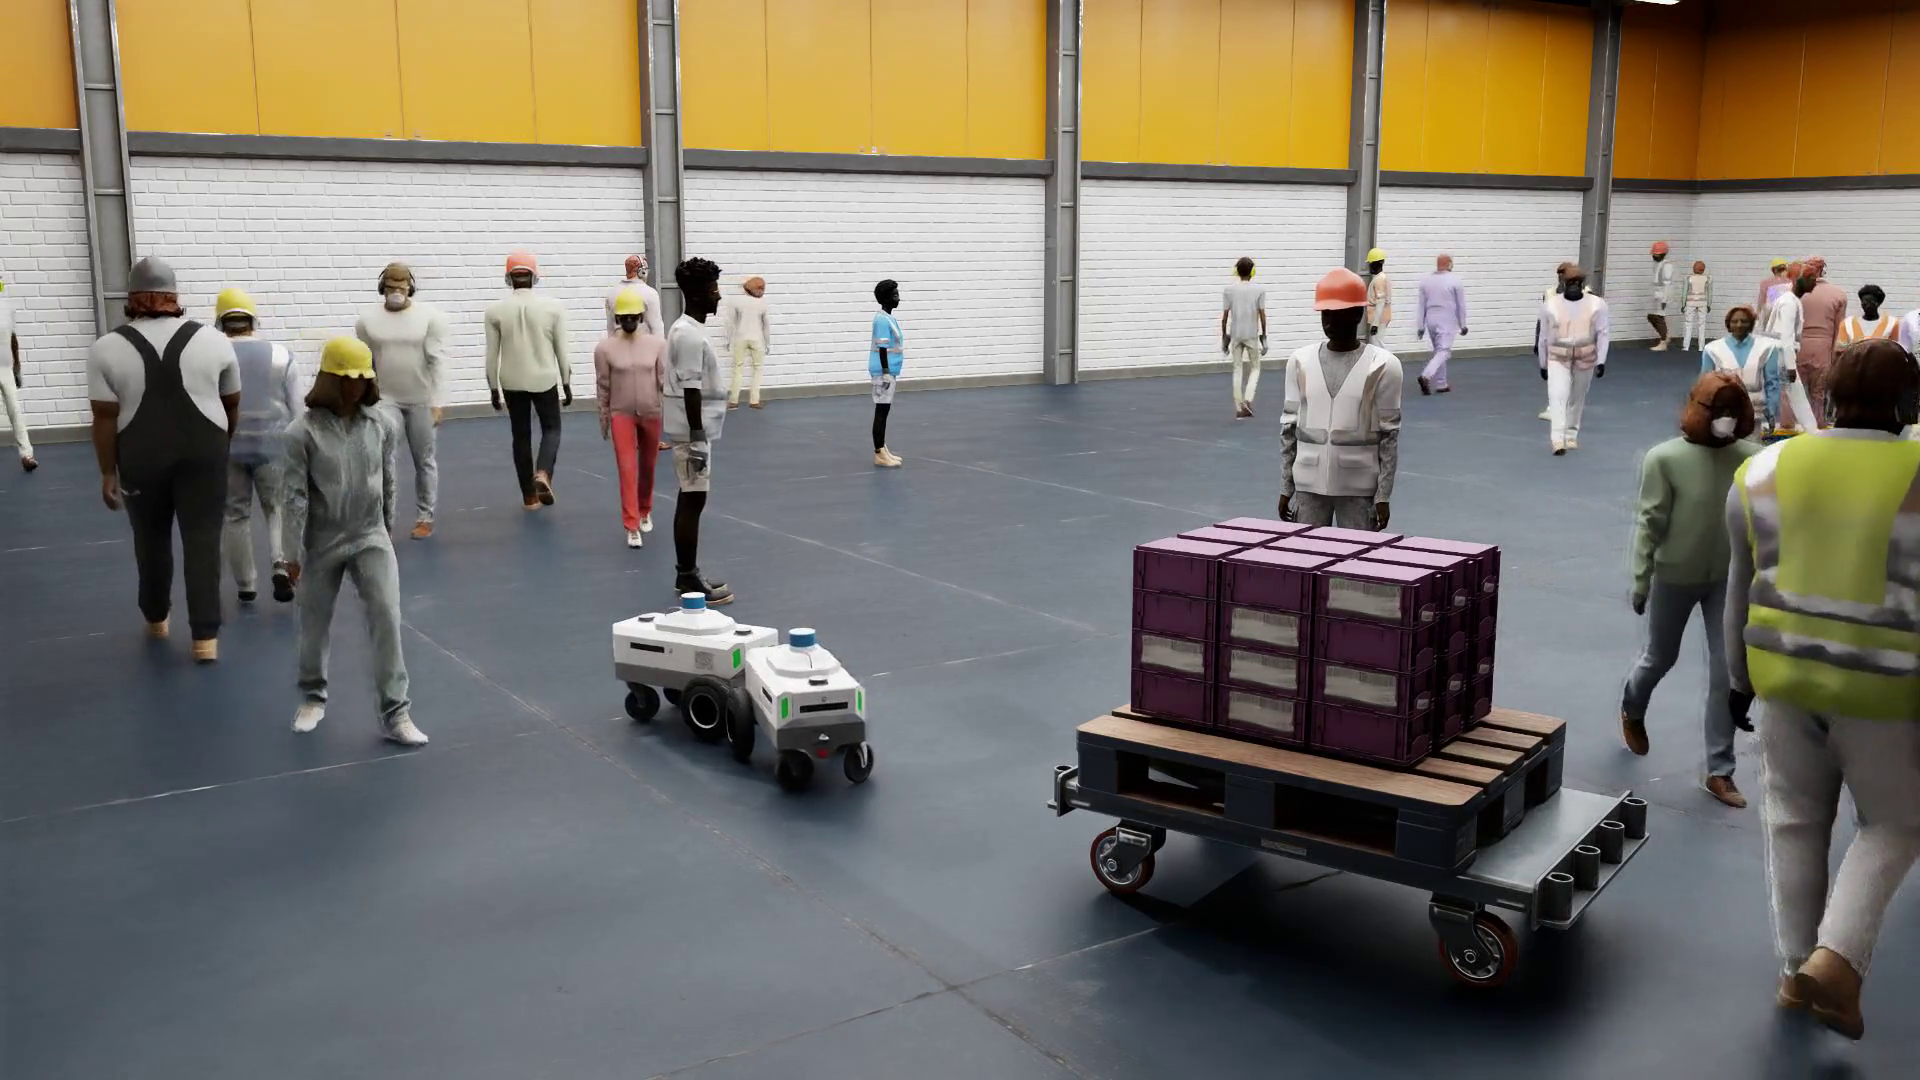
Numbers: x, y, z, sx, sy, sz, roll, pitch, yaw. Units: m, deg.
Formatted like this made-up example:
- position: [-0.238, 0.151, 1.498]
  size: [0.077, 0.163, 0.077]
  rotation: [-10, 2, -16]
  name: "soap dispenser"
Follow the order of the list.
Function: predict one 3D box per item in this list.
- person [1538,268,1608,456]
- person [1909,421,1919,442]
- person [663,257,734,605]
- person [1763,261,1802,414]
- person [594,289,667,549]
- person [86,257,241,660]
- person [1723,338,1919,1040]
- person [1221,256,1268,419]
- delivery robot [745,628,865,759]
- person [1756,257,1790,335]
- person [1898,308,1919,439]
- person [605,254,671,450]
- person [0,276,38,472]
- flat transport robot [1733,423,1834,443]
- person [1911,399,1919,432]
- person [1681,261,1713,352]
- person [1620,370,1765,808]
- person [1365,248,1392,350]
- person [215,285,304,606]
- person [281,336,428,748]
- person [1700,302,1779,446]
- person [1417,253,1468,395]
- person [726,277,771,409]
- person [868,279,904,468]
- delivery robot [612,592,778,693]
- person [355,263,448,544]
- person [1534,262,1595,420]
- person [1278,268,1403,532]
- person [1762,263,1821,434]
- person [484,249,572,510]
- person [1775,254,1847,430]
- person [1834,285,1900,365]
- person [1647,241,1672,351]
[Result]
- position: [5.890, -1.715, 16.014]
  size: [0.620, 1.784, 1.010]
  rotation: [3, 11, 14]
  name: "person"
- position: [3.385, 0.184, 5.483]
  size: [0.542, 1.812, 0.825]
  rotation: [7, 12, 33]
  name: "person"
- position: [-1.508, -0.621, 9.483]
  size: [0.369, 1.965, 0.608]
  rotation: [-2, 11, -11]
  name: "person"
- position: [9.774, -2.388, 19.640]
  size: [0.591, 1.805, 0.955]
  rotation: [6, 12, 31]
  name: "person"
- position: [-2.234, -0.859, 11.434]
  size: [0.522, 1.727, 0.888]
  rotation: [-4, 11, -19]
  name: "person"
- position: [-3.948, -0.447, 8.325]
  size: [0.679, 2.000, 1.002]
  rotation: [-5, 11, -25]
  name: "person"
- position: [2.277, 0.394, 4.311]
  size: [0.534, 1.826, 0.645]
  rotation: [-10, 14, -43]
  name: "person"
- position: [3.258, -2.302, 18.993]
  size: [0.560, 1.855, 0.395]
  rotation: [4, 11, 20]
  name: "person"
- position: [-0.610, 0.588, 6.470]
  size: [0.477, 0.478, 0.707]
  rotation: [-3, 11, -18]
  name: "delivery robot"
- position: [13.409, -3.768, 27.335]
  size: [0.528, 1.743, 0.735]
  rotation: [1, 10, 3]
  name: "person"
- position: [6.952, -1.015, 11.812]
  size: [0.602, 1.915, 0.521]
  rotation: [9, 13, 40]
  name: "person"
- position: [-3.122, -1.819, 16.214]
  size: [0.654, 1.906, 0.408]
  rotation: [6, 12, 30]
  name: "person"
- position: [-8.460, -1.479, 14.616]
  size: [1.017, 1.810, 0.559]
  rotation: [8, 13, 36]
  name: "person"
- position: [8.046, -1.026, 16.349]
  size: [1.431, 0.197, 0.652]
  rotation: [-1, 10, -8]
  name: "flat transport robot"
- position: [4.687, -0.238, 7.608]
  size: [1.027, 1.876, 0.562]
  rotation: [-7, 12, -32]
  name: "person"
- position: [13.347, -4.226, 30.141]
  size: [0.521, 1.640, 0.307]
  rotation: [3, 11, 17]
  name: "person"
- position: [2.792, 0.136, 6.352]
  size: [0.504, 1.597, 0.797]
  rotation: [0, 10, 1]
  name: "person"
- position: [5.632, -2.970, 22.474]
  size: [0.384, 1.924, 0.589]
  rotation: [3, 11, 18]
  name: "person"
- position: [-3.952, -0.501, 9.257]
  size: [0.597, 1.817, 0.547]
  rotation: [-5, 11, -24]
  name: "person"
- position: [-2.561, 0.001, 6.862]
  size: [0.501, 1.681, 0.766]
  rotation: [-9, 14, -42]
  name: "person"
- position: [5.558, -0.896, 11.924]
  size: [0.516, 1.618, 0.687]
  rotation: [3, 11, 17]
  name: "person"
- position: [6.335, -2.856, 22.000]
  size: [0.873, 1.881, 0.622]
  rotation: [-8, 13, -36]
  name: "person"
- position: [-2.619, -2.374, 20.122]
  size: [0.683, 1.594, 0.311]
  rotation: [0, 10, 0]
  name: "person"
- position: [-0.669, -1.511, 15.099]
  size: [0.321, 1.697, 0.529]
  rotation: [0, 10, 2]
  name: "person"
- position: [-1.138, 0.469, 7.123]
  size: [0.707, 0.478, 0.477]
  rotation: [6, 12, 28]
  name: "delivery robot"
- position: [-3.758, -0.892, 11.173]
  size: [0.624, 1.896, 0.904]
  rotation: [-1, 10, -5]
  name: "person"
- position: [6.984, -2.299, 19.160]
  size: [0.948, 1.806, 0.643]
  rotation: [-8, 13, -37]
  name: "person"
- position: [1.697, -0.249, 7.523]
  size: [0.545, 1.938, 0.362]
  rotation: [5, 12, 27]
  name: "person"
- position: [7.874, -1.697, 15.760]
  size: [1.048, 1.820, 0.602]
  rotation: [7, 12, 32]
  name: "person"
- position: [-3.262, -1.193, 12.572]
  size: [0.649, 1.978, 0.496]
  rotation: [-2, 10, -8]
  name: "person"
- position: [8.187, -1.800, 16.109]
  size: [0.642, 1.909, 0.399]
  rotation: [3, 11, 16]
  name: "person"
- position: [8.261, -1.500, 15.189]
  size: [0.537, 1.637, 0.890]
  rotation: [8, 13, 38]
  name: "person"
- position: [12.711, -4.404, 30.168]
  size: [0.665, 1.996, 0.661]
  rotation: [-1, 10, -6]
  name: "person"
